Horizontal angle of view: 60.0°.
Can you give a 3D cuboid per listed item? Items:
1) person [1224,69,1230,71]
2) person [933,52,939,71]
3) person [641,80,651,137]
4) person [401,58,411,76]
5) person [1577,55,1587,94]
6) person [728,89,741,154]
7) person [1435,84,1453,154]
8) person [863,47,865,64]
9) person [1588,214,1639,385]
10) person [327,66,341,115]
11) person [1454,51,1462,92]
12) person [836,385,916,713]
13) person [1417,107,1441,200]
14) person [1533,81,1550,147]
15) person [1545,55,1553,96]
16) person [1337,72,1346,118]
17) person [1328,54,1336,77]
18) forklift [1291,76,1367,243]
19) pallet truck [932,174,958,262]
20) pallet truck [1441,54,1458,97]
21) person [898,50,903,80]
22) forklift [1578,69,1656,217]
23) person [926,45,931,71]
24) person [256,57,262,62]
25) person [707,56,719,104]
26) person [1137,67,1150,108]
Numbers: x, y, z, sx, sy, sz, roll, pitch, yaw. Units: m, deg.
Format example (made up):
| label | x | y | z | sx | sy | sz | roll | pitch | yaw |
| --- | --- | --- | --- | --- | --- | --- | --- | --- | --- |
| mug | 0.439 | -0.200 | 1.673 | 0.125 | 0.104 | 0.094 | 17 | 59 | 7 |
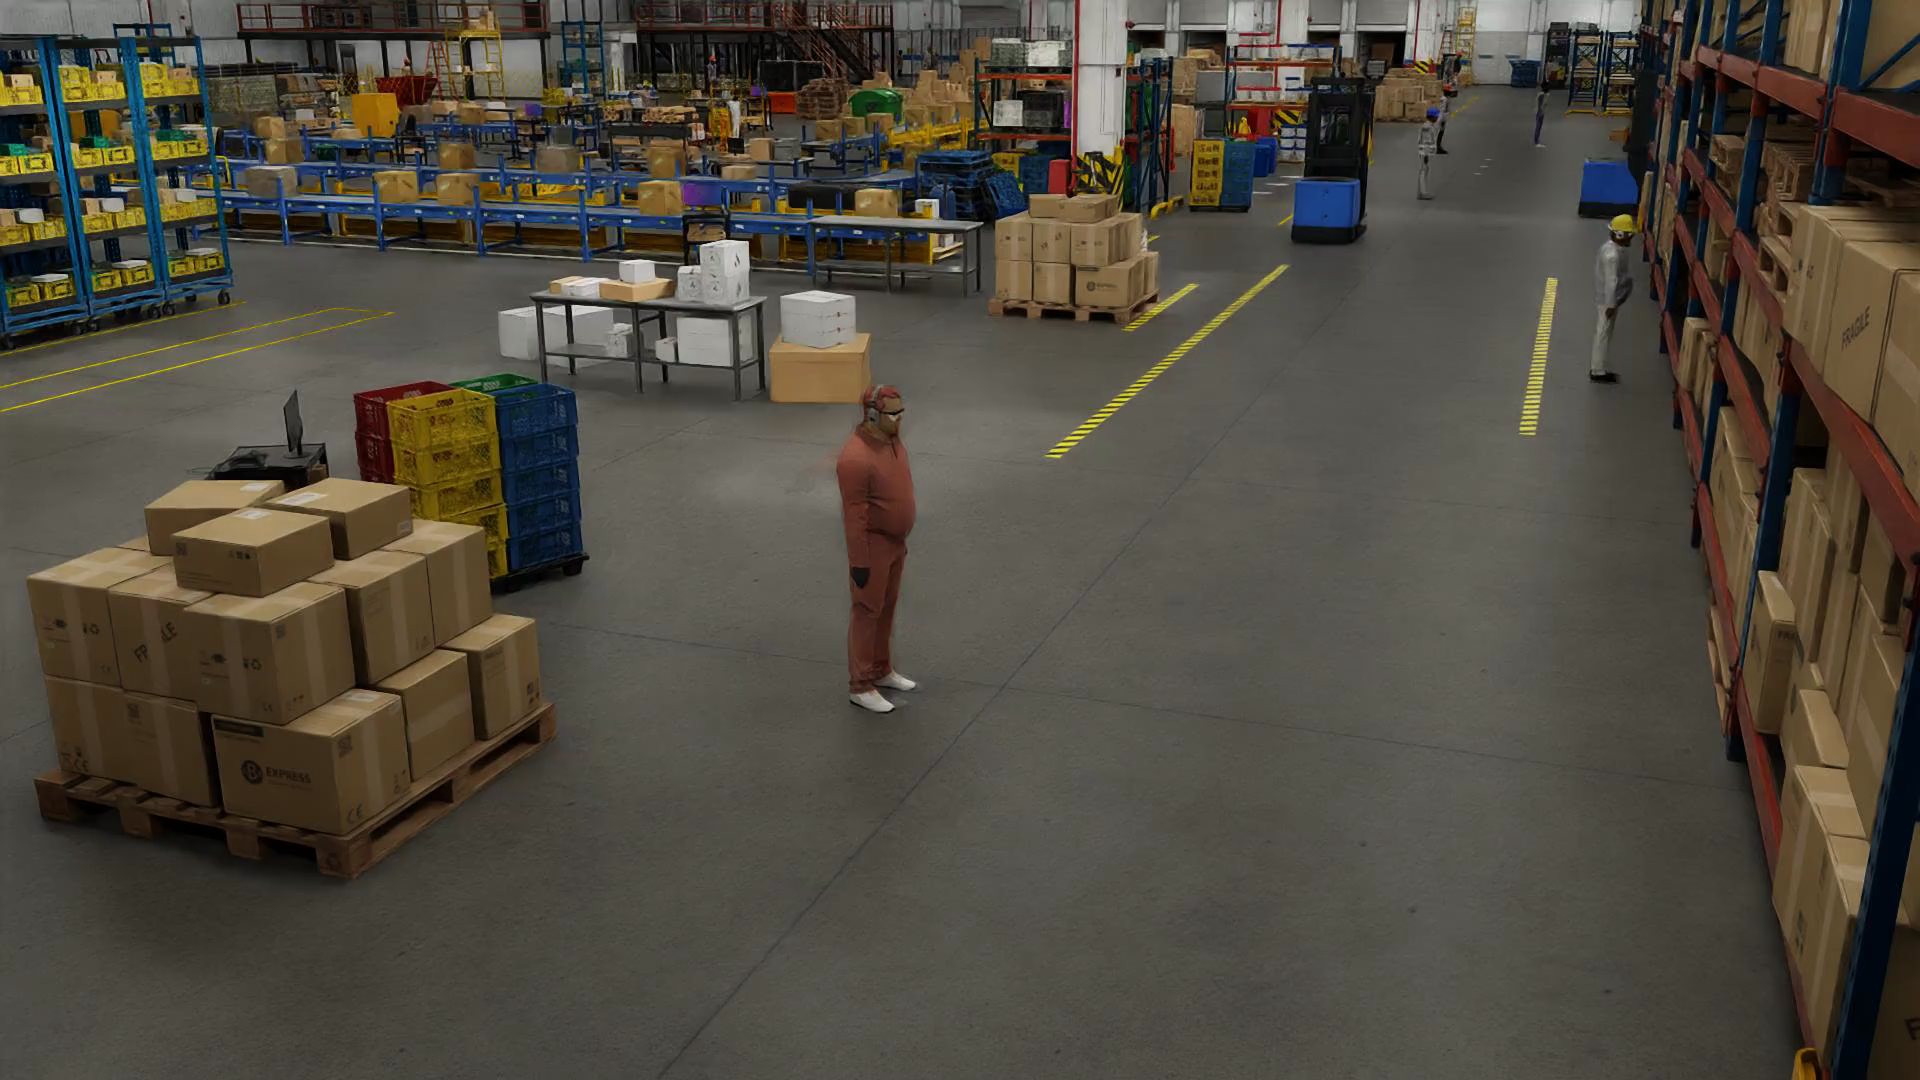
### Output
| label | x | y | z | sx | sy | sz | roll | pitch | yaw |
| --- | --- | --- | --- | --- | --- | --- | --- | --- | --- |
| person | 9.502 | -15.921 | 59.710 | 0.356 | 1.936 | 0.635 | 6 | 19 | 19 |
| person | -1.378 | -26.865 | 94.409 | 0.394 | 1.754 | 0.549 | 9 | 20 | 27 |
| person | -10.134 | -13.973 | 53.874 | 0.331 | 1.765 | 0.533 | 6 | 19 | 19 |
| person | -24.417 | -20.332 | 73.574 | 0.378 | 1.932 | 0.551 | 6 | 19 | 19 |
| person | 30.542 | -22.818 | 81.576 | 0.405 | 1.837 | 0.516 | 7 | 19 | 22 |
| person | -6.175 | -11.428 | 45.712 | 0.310 | 1.864 | 0.533 | 6 | 19 | 19 |
| person | 13.787 | -11.972 | 47.308 | 0.378 | 1.932 | 0.551 | 6 | 19 | 19 |
| person | -6.027 | -29.199 | 101.454 | 0.423 | 1.935 | 0.626 | 9 | 20 | 26 |
| person | 7.090 | -2.617 | 18.085 | 0.404 | 1.827 | 0.600 | 6 | 19 | 19 |
| person | -24.357 | -17.485 | 64.711 | 0.337 | 1.882 | 0.584 | 6 | 19 | 19 |
| person | 24.743 | -23.265 | 82.696 | 0.402 | 1.990 | 0.622 | 6 | 19 | 19 |
| person | -0.452 | 0.036 | 9.627 | 0.403 | 1.904 | 0.651 | 6 | 19 | 19 |
| person | 10.068 | -8.309 | 35.779 | 0.409 | 1.943 | 0.615 | 6 | 19 | 19 |
| person | 17.342 | -12.717 | 49.680 | 0.373 | 1.914 | 0.596 | 6 | 19 | 19 |
| person | 28.288 | -22.336 | 79.981 | 0.310 | 1.868 | 0.533 | 6 | 19 | 19 |
| person | 14.464 | -16.888 | 63.141 | 0.317 | 1.695 | 0.540 | 6 | 19 | 19 |
| person | 18.764 | -23.609 | 83.921 | 0.398 | 1.914 | 0.637 | 4 | 18 | 13 |
| forklift | 6.598 | -6.755 | 29.381 | 1.129 | 2.768 | 1.873 | 6 | 19 | 19 |
| pallet truck | -0.507 | -5.292 | 27.348 | 0.653 | 1.274 | 1.630 | 6 | 19 | 19 |
| pallet truck | 22.765 | -21.886 | 78.355 | 0.823 | 1.965 | 1.885 | -4 | 18 | -14 |
| person | -3.514 | -28.097 | 98.361 | 0.317 | 1.695 | 0.540 | 6 | 19 | 19 |
| forklift | 13.218 | -7.740 | 32.474 | 1.873 | 2.768 | 1.129 | 6 | 19 | 19 |
| person | -1.845 | -28.816 | 100.233 | 0.378 | 1.932 | 0.551 | 6 | 19 | 19 |
| person | -31.337 | -20.624 | 74.505 | 0.381 | 1.924 | 0.594 | 6 | 19 | 19 |
| person | -10.740 | -20.033 | 72.461 | 0.390 | 2.040 | 0.614 | 6 | 19 | 19 |
| person | 6.665 | -16.163 | 60.305 | 0.538 | 2.000 | 0.701 | 4 | 18 | 13 |
